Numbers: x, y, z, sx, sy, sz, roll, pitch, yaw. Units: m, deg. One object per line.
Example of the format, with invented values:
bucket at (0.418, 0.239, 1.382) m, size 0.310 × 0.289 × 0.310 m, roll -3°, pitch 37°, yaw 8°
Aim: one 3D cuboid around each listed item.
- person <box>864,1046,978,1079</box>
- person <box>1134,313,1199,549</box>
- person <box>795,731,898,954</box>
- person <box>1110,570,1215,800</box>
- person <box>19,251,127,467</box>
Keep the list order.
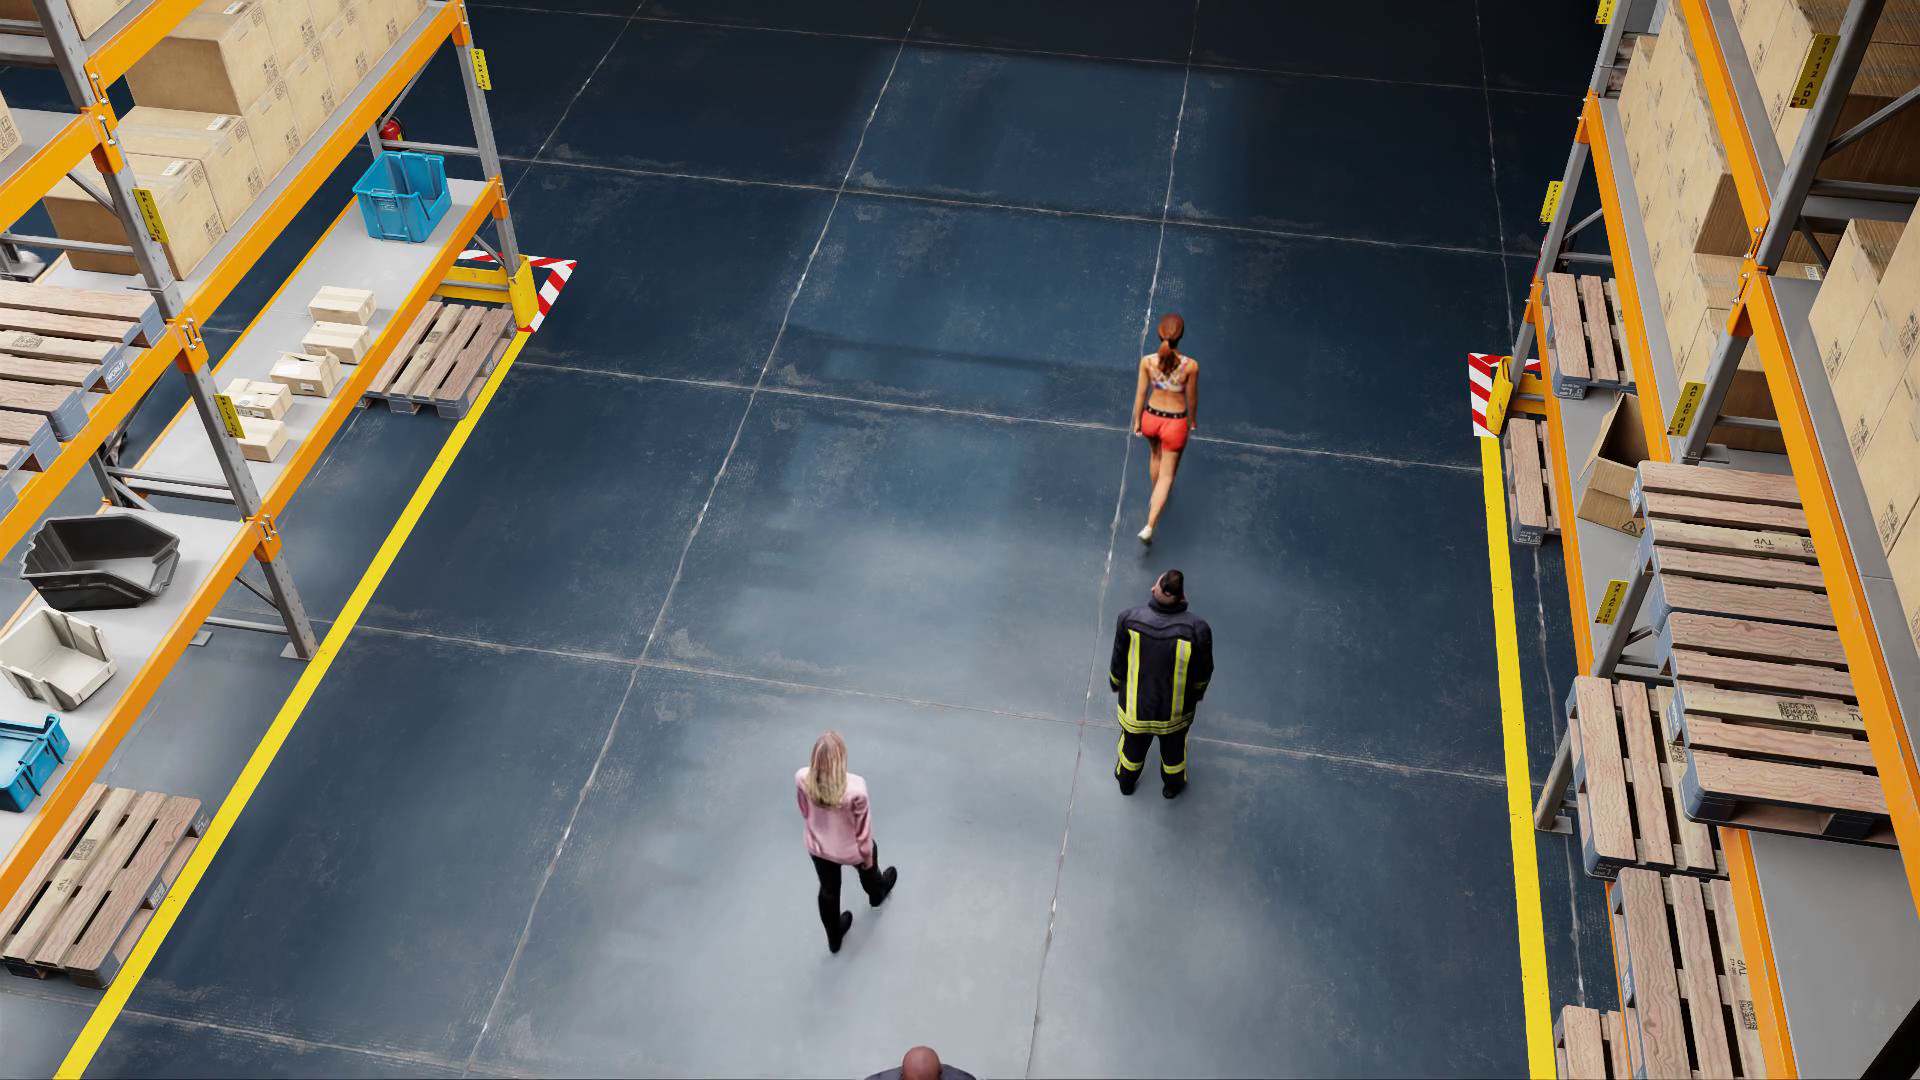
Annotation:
person at (-0.183, 2.770, 7.831) m, size 0.955 × 1.778 × 1.297 m, roll -4°, pitch 44°, yaw -4°
person at (1.409, -0.736, 11.522) m, size 0.710 × 1.763 × 1.117 m, roll 14°, pitch 45°, yaw 14°
person at (-0.692, 1.697, 9.034) m, size 0.720 × 1.671 × 0.895 m, roll 16°, pitch 46°, yaw 16°
person at (1.164, 0.840, 9.796) m, size 0.738 × 1.862 × 0.657 m, roll 7°, pitch 44°, yaw 7°
person at (-6.443, -1.368, 12.149) m, size 0.665 × 1.814 × 0.742 m, roll 2°, pitch 44°, yaw 2°
